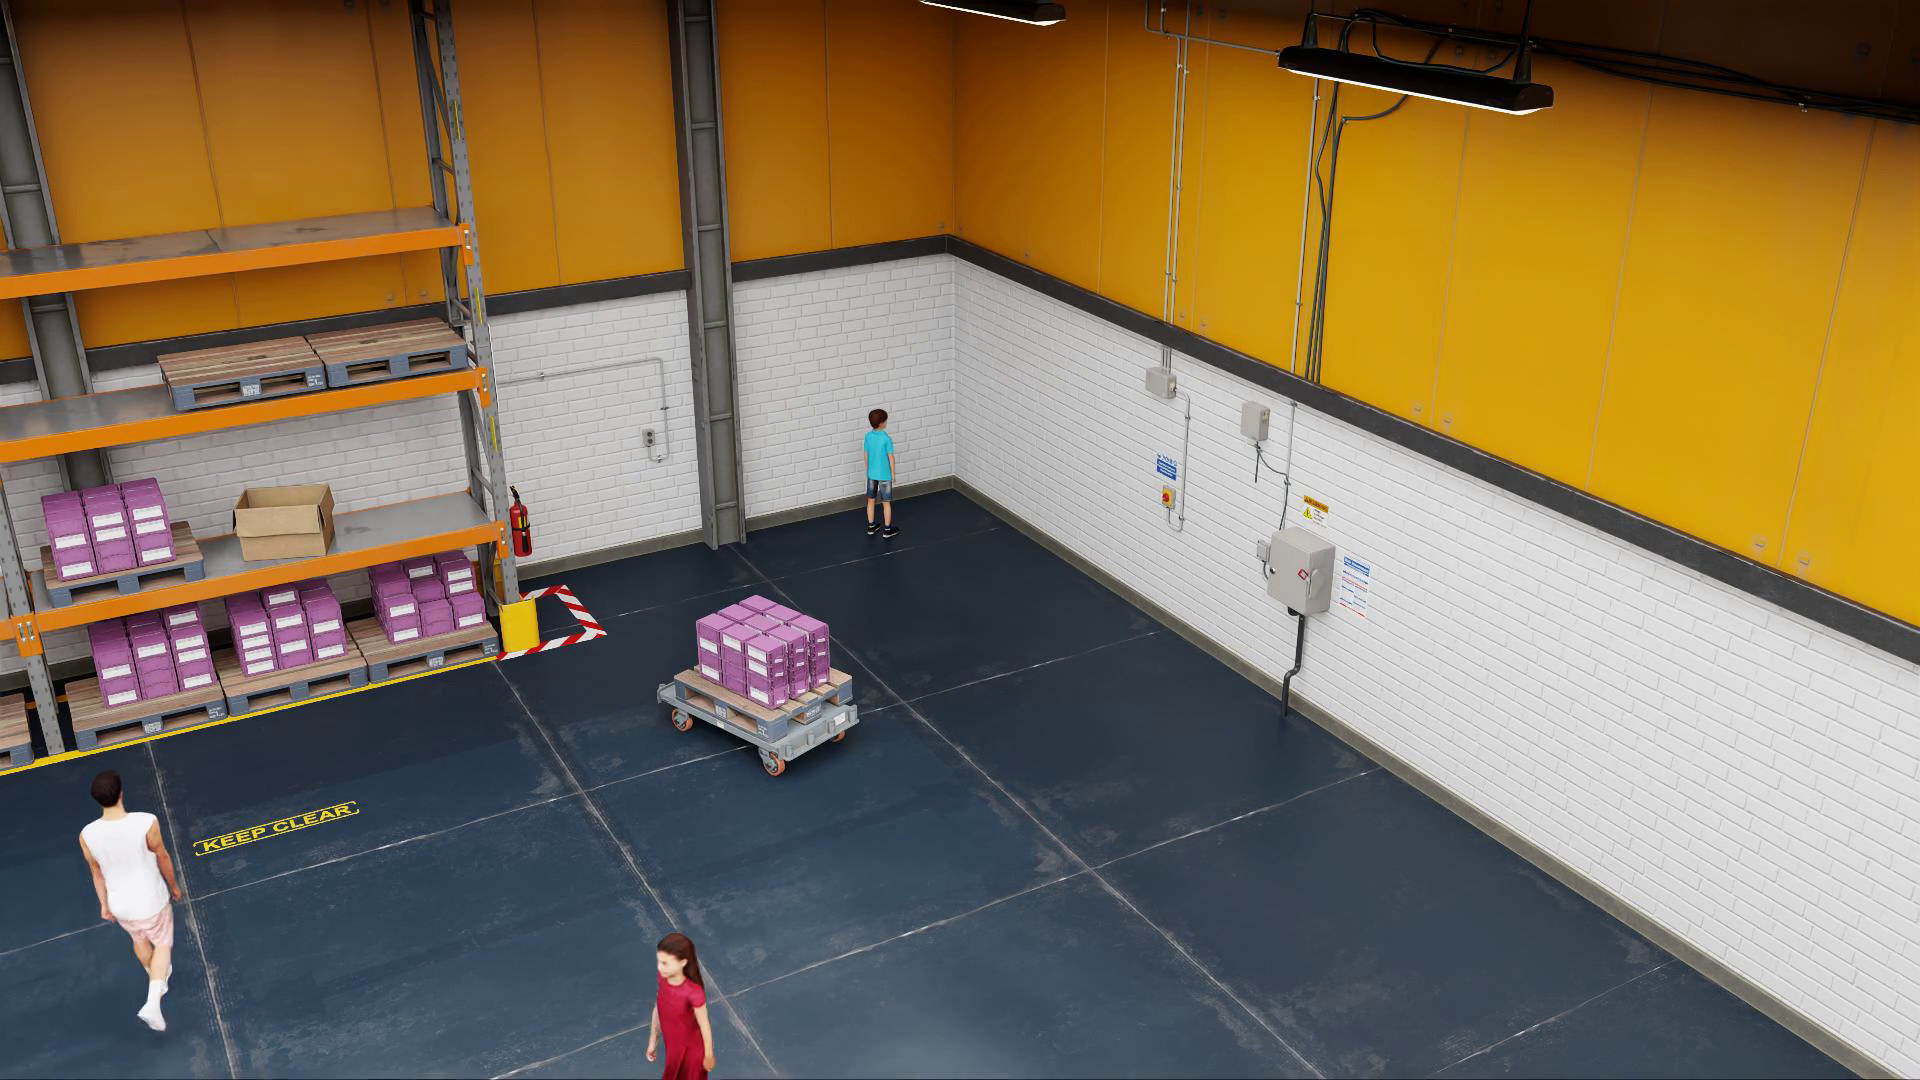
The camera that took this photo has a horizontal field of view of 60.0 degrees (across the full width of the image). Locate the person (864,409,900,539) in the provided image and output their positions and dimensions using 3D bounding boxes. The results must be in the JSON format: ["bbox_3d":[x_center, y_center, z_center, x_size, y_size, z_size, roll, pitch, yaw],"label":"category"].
[{"bbox_3d":[-0.888,-0.748,18.293,0.591,1.448,0.612,13,27,27],"label":"person"}]

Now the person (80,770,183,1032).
[{"bbox_3d":[-5.354,2.356,10.795,1.093,1.766,0.950,-4,24,-9],"label":"person"}]

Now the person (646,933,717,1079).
[{"bbox_3d":[-1.552,2.928,9.777,0.658,1.533,0.796,21,31,39],"label":"person"}]
